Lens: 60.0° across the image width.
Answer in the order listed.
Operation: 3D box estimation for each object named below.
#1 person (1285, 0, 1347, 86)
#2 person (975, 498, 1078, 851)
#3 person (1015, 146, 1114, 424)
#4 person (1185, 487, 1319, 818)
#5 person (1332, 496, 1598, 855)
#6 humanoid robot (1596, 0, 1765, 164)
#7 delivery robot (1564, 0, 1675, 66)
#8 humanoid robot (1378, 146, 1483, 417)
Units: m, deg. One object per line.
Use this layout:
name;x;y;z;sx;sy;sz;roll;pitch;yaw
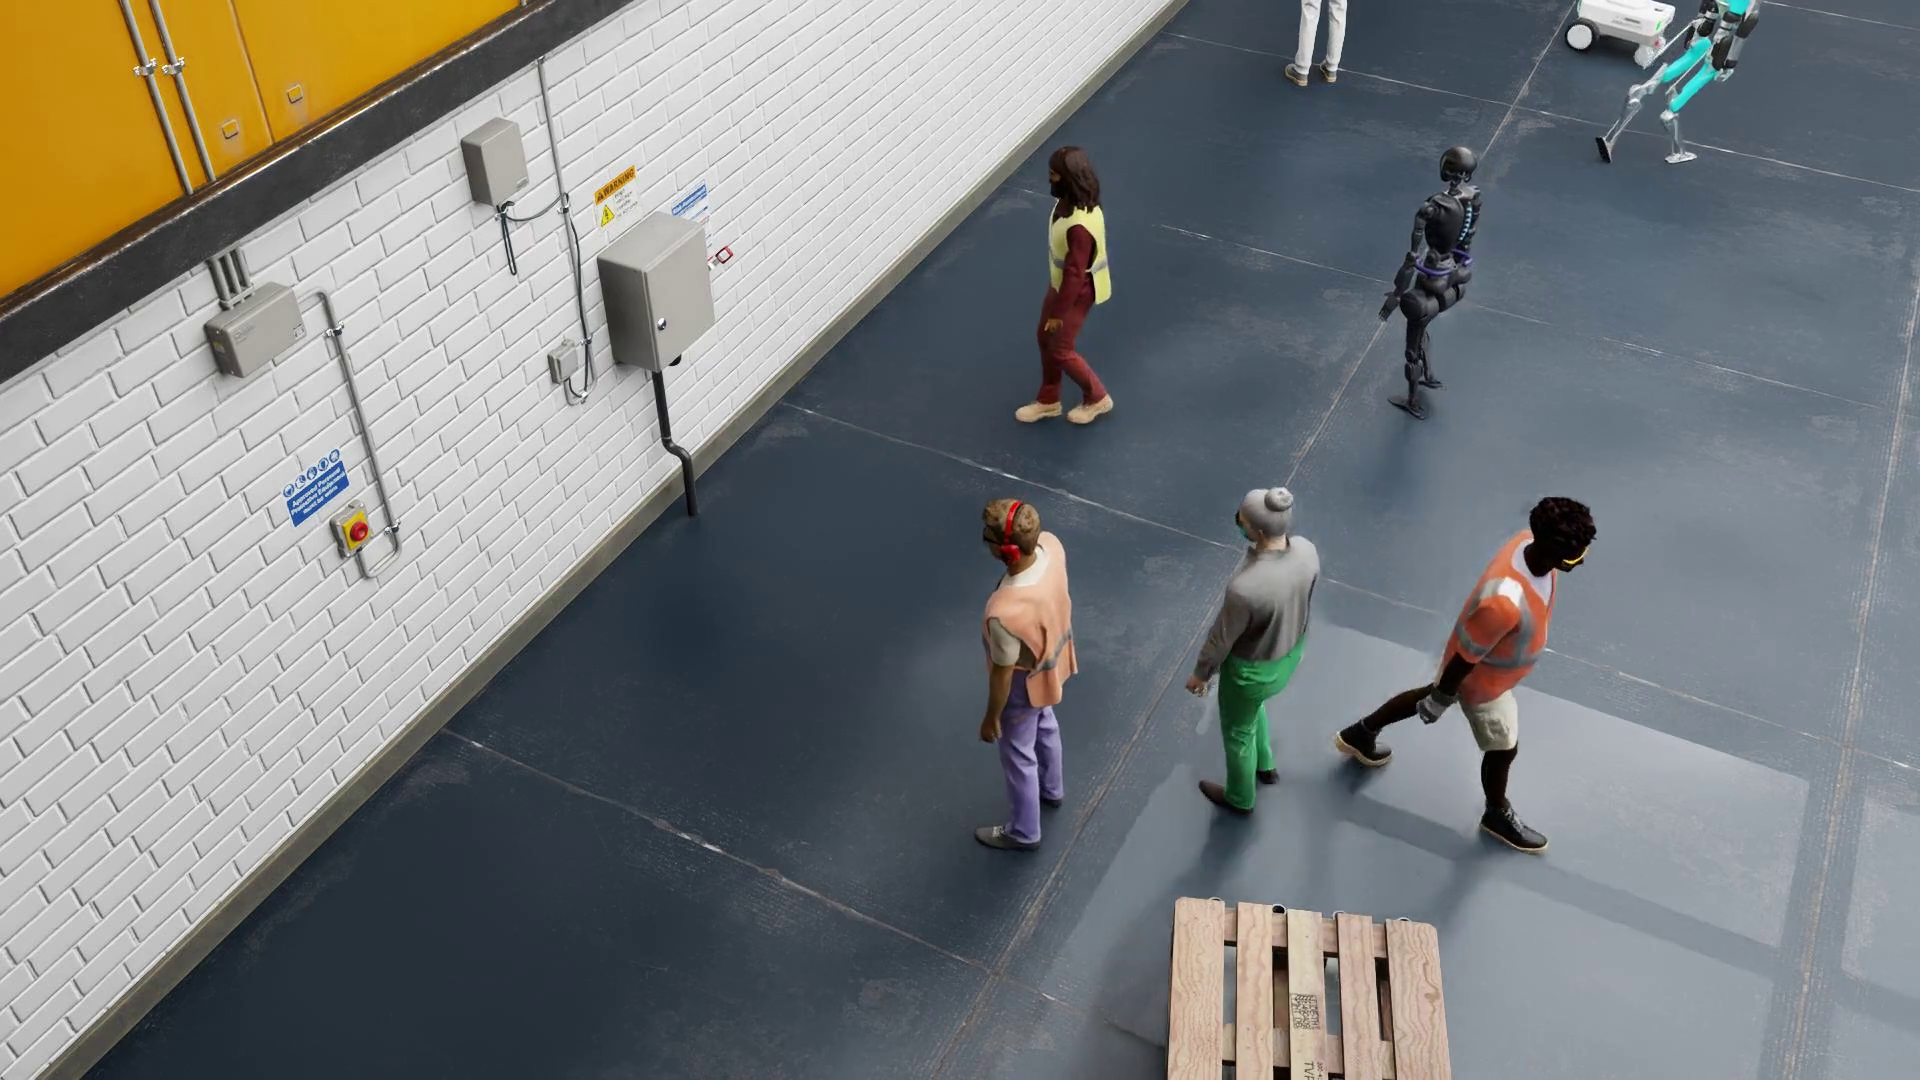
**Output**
person;2.815;-4.409;12.713;0.584;1.881;0.344;-8;41;-9
person;0.275;0.585;6.970;0.400;1.831;0.574;16;43;18
person;0.606;-1.390;9.307;0.535;1.752;0.492;-5;41;-5
person;1.234;0.475;7.083;0.408;1.835;0.528;31;49;31
person;2.164;0.476;7.040;1.016;1.907;0.653;20;45;21
humanoid robot;5.059;-3.431;11.703;0.998;1.772;0.550;-9;42;-10
delivery robot;5.368;-4.227;13.530;0.801;0.608;0.499;27;48;28
humanoid robot;2.681;-1.453;9.449;0.600;1.647;0.375;-26;47;-27
